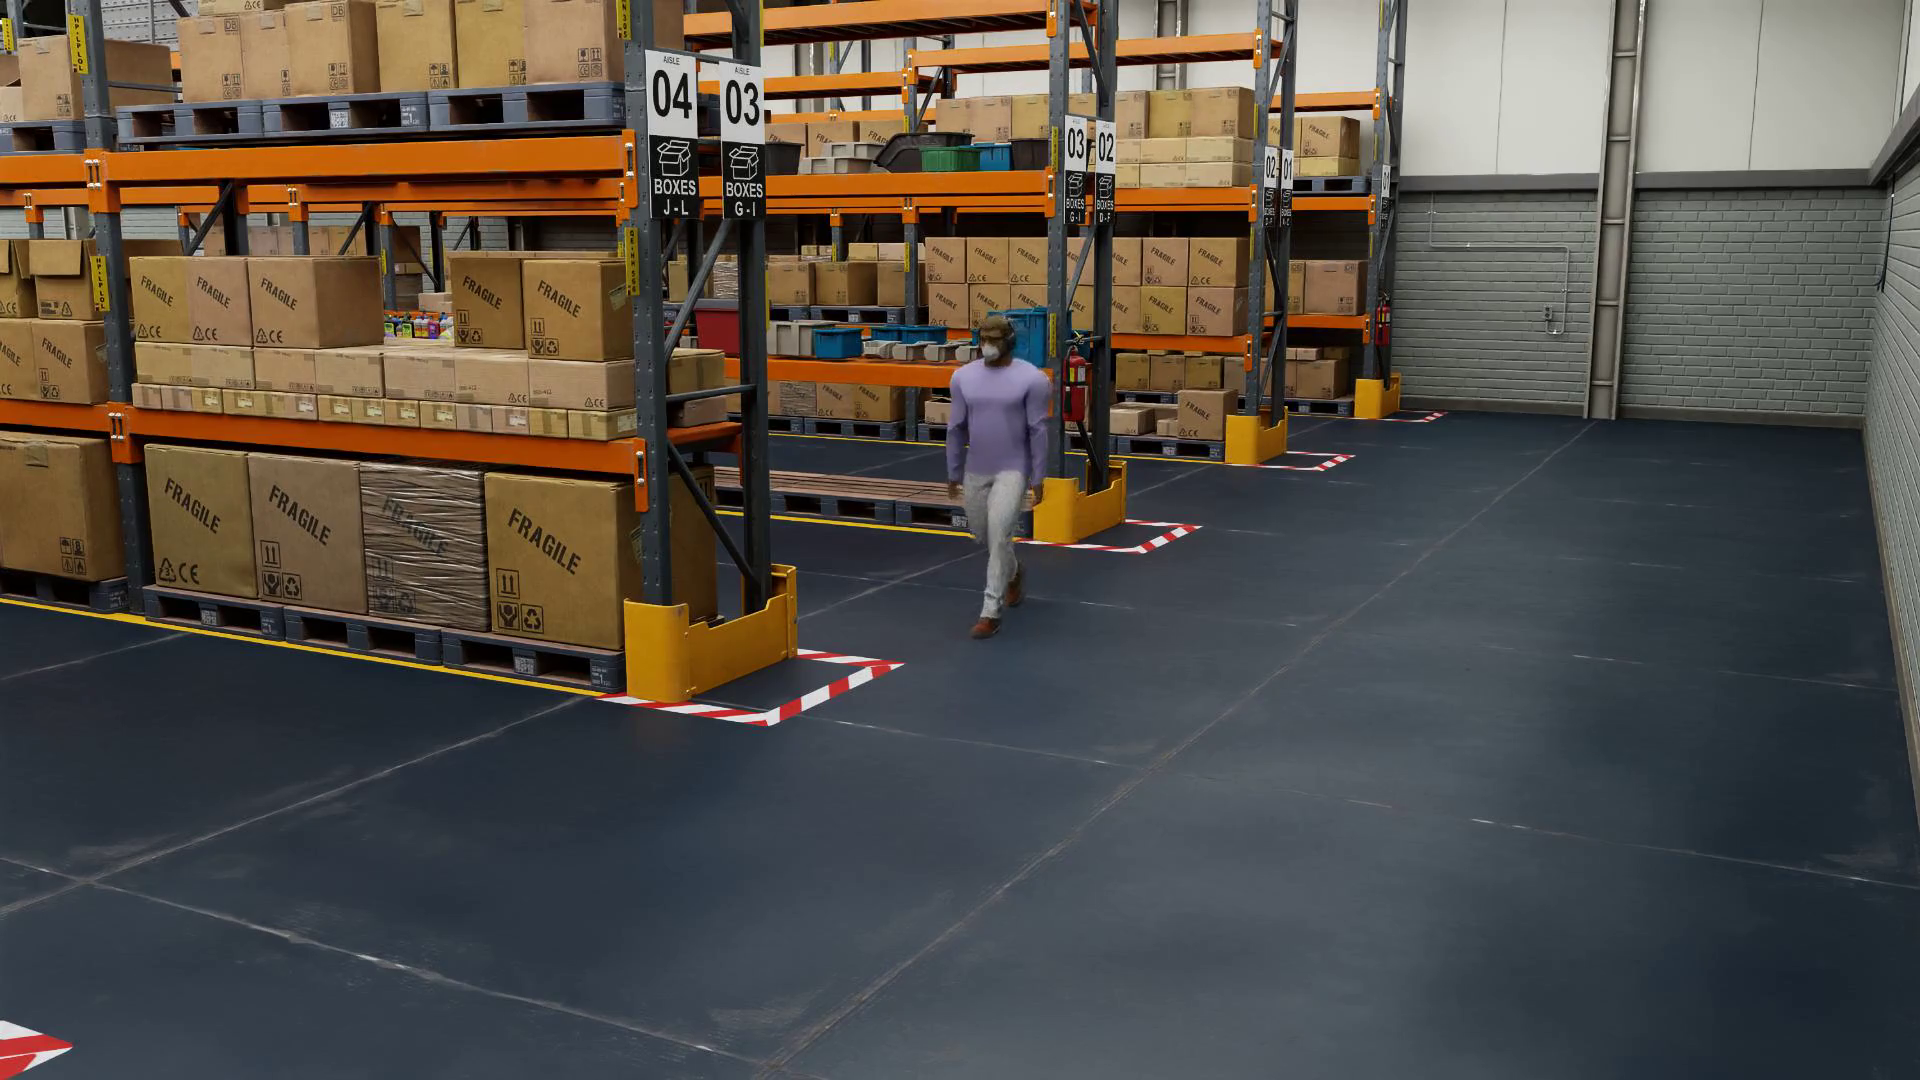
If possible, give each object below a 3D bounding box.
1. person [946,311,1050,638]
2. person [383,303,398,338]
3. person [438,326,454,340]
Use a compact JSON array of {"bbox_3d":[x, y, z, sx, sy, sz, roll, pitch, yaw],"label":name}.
[{"bbox_3d":[0.242,-0.420,9.999,0.639,1.912,0.870,5,11,24],"label":"person"},{"bbox_3d":[-4.919,-1.100,13.926,0.387,1.832,0.568,7,12,33],"label":"person"},{"bbox_3d":[-4.109,-1.139,14.109,0.429,1.838,0.634,7,13,34],"label":"person"}]
